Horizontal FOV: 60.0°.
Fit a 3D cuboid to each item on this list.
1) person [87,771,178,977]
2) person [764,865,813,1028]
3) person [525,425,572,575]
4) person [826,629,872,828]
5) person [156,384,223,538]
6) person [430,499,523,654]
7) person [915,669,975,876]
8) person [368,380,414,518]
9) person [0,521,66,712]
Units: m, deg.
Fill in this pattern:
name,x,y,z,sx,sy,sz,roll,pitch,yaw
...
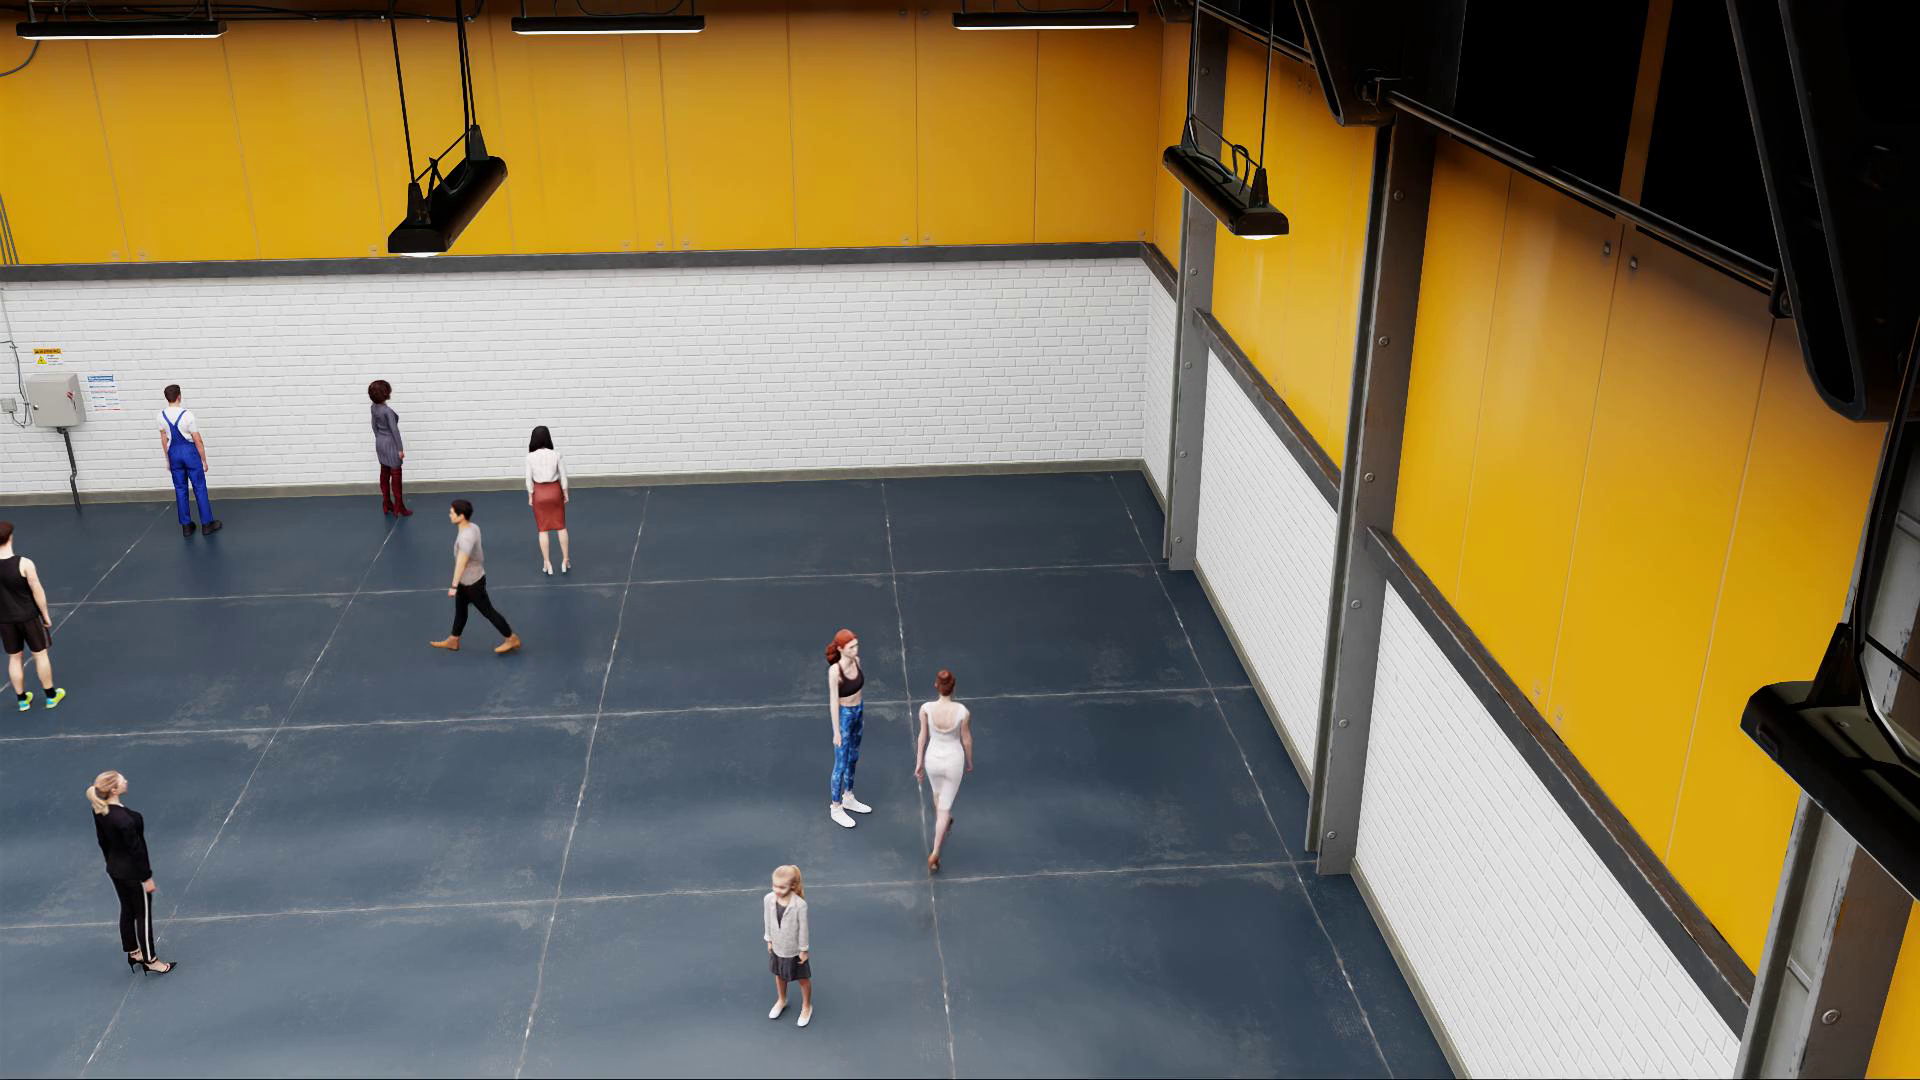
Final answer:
name,x,y,z,sx,sy,sz,roll,pitch,yaw
person,-6.086,2.439,12.169,0.704,1.706,0.730,14,27,28
person,-1.210,2.846,11.776,0.588,1.273,0.628,9,25,21
person,-4.642,-0.454,18.733,0.648,1.749,0.586,-7,25,-16
person,-0.947,1.563,14.075,0.735,1.784,0.653,13,27,27
person,-9.221,-0.958,19.762,0.622,1.849,0.551,-2,24,-4
person,-4.855,0.407,16.853,0.759,1.677,1.104,-5,24,-11
person,-0.154,1.889,13.354,0.800,1.764,1.063,5,24,12
person,-6.987,-1.123,20.315,0.662,1.708,0.711,17,29,33
person,-8.972,0.730,15.851,0.683,1.888,0.583,-5,24,-10
